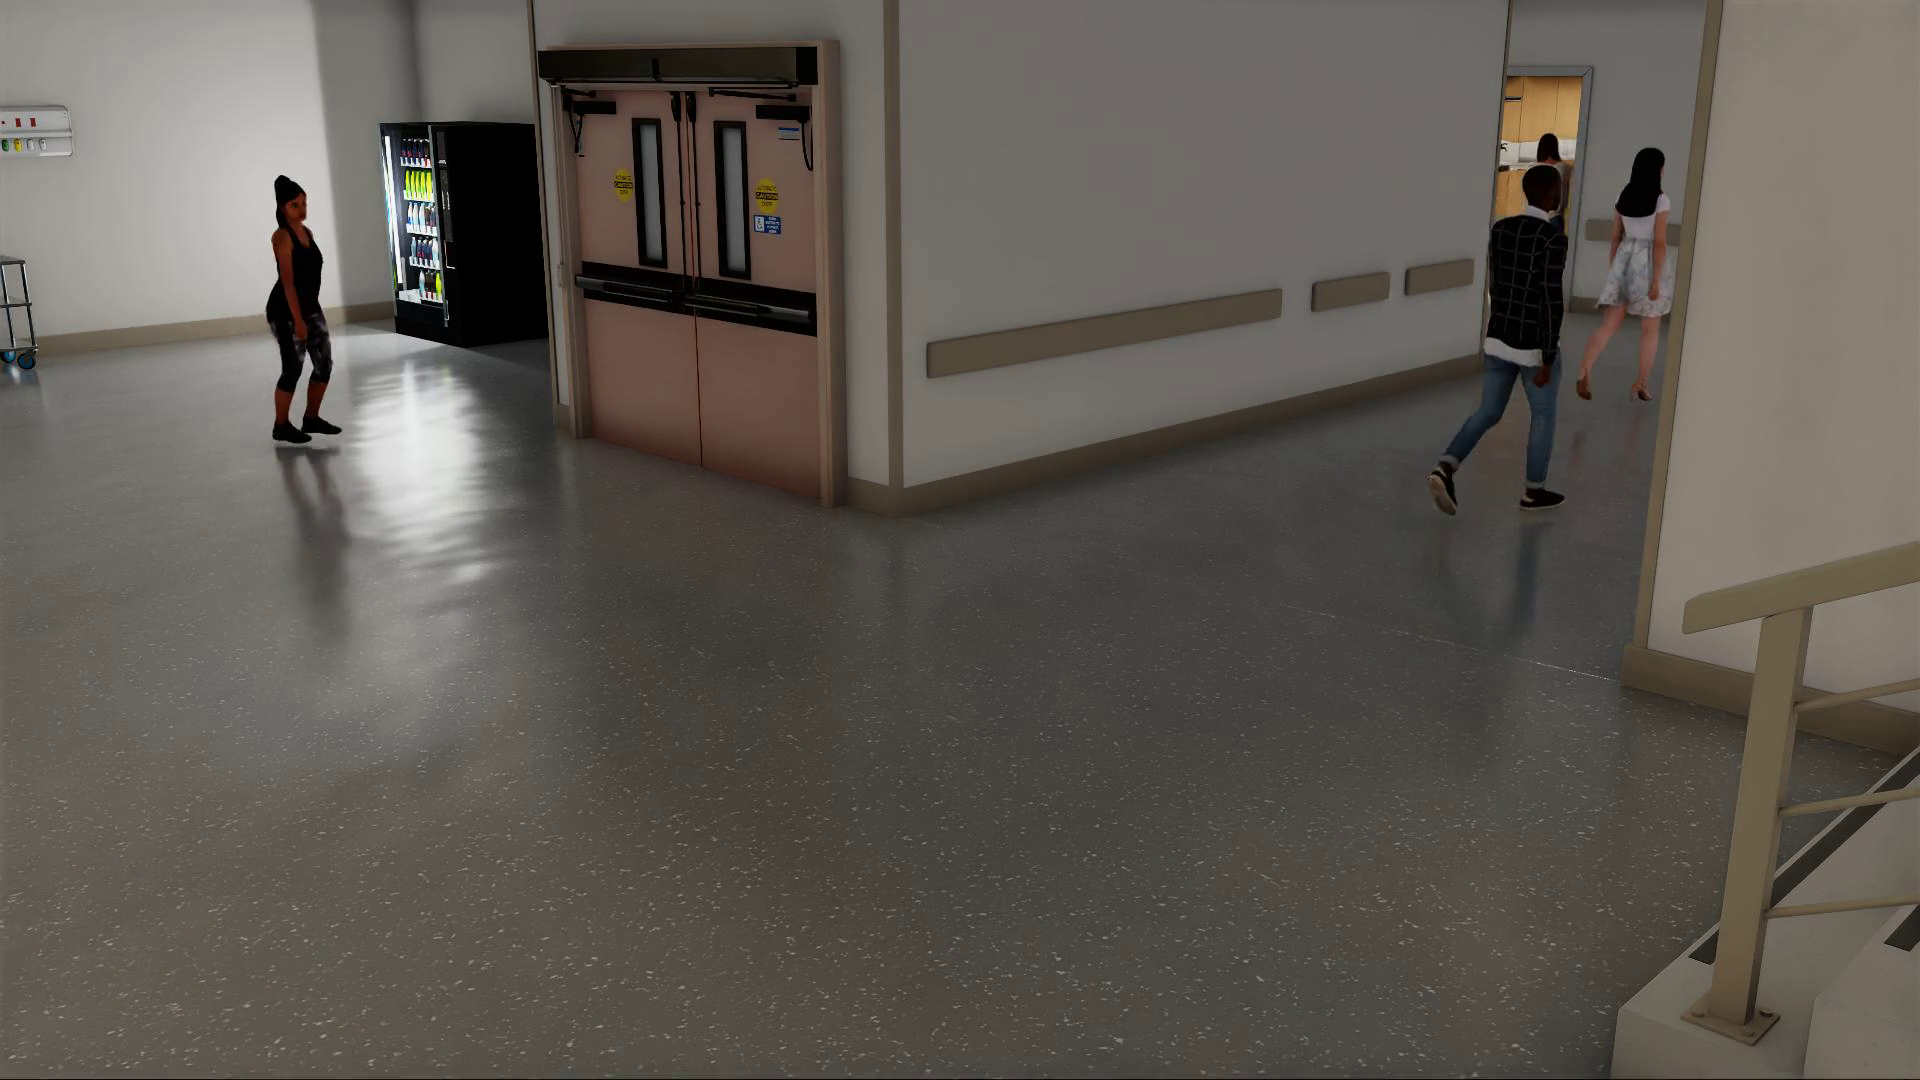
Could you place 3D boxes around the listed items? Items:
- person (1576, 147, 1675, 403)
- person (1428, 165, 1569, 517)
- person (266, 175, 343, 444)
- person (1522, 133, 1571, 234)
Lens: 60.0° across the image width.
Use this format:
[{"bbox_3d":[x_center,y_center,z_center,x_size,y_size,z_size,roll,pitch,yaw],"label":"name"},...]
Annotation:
[{"bbox_3d":[4.516,-1.728,11.259,0.764,1.739,1.125,-12,20,-36],"label":"person"},{"bbox_3d":[2.800,-0.987,8.521,0.859,1.797,1.119,-10,19,-32],"label":"person"},{"bbox_3d":[-4.156,-1.407,10.279,0.814,1.652,0.757,-1,16,-2],"label":"person"},{"bbox_3d":[5.825,-3.173,16.533,0.991,1.657,0.923,5,16,17],"label":"person"}]
